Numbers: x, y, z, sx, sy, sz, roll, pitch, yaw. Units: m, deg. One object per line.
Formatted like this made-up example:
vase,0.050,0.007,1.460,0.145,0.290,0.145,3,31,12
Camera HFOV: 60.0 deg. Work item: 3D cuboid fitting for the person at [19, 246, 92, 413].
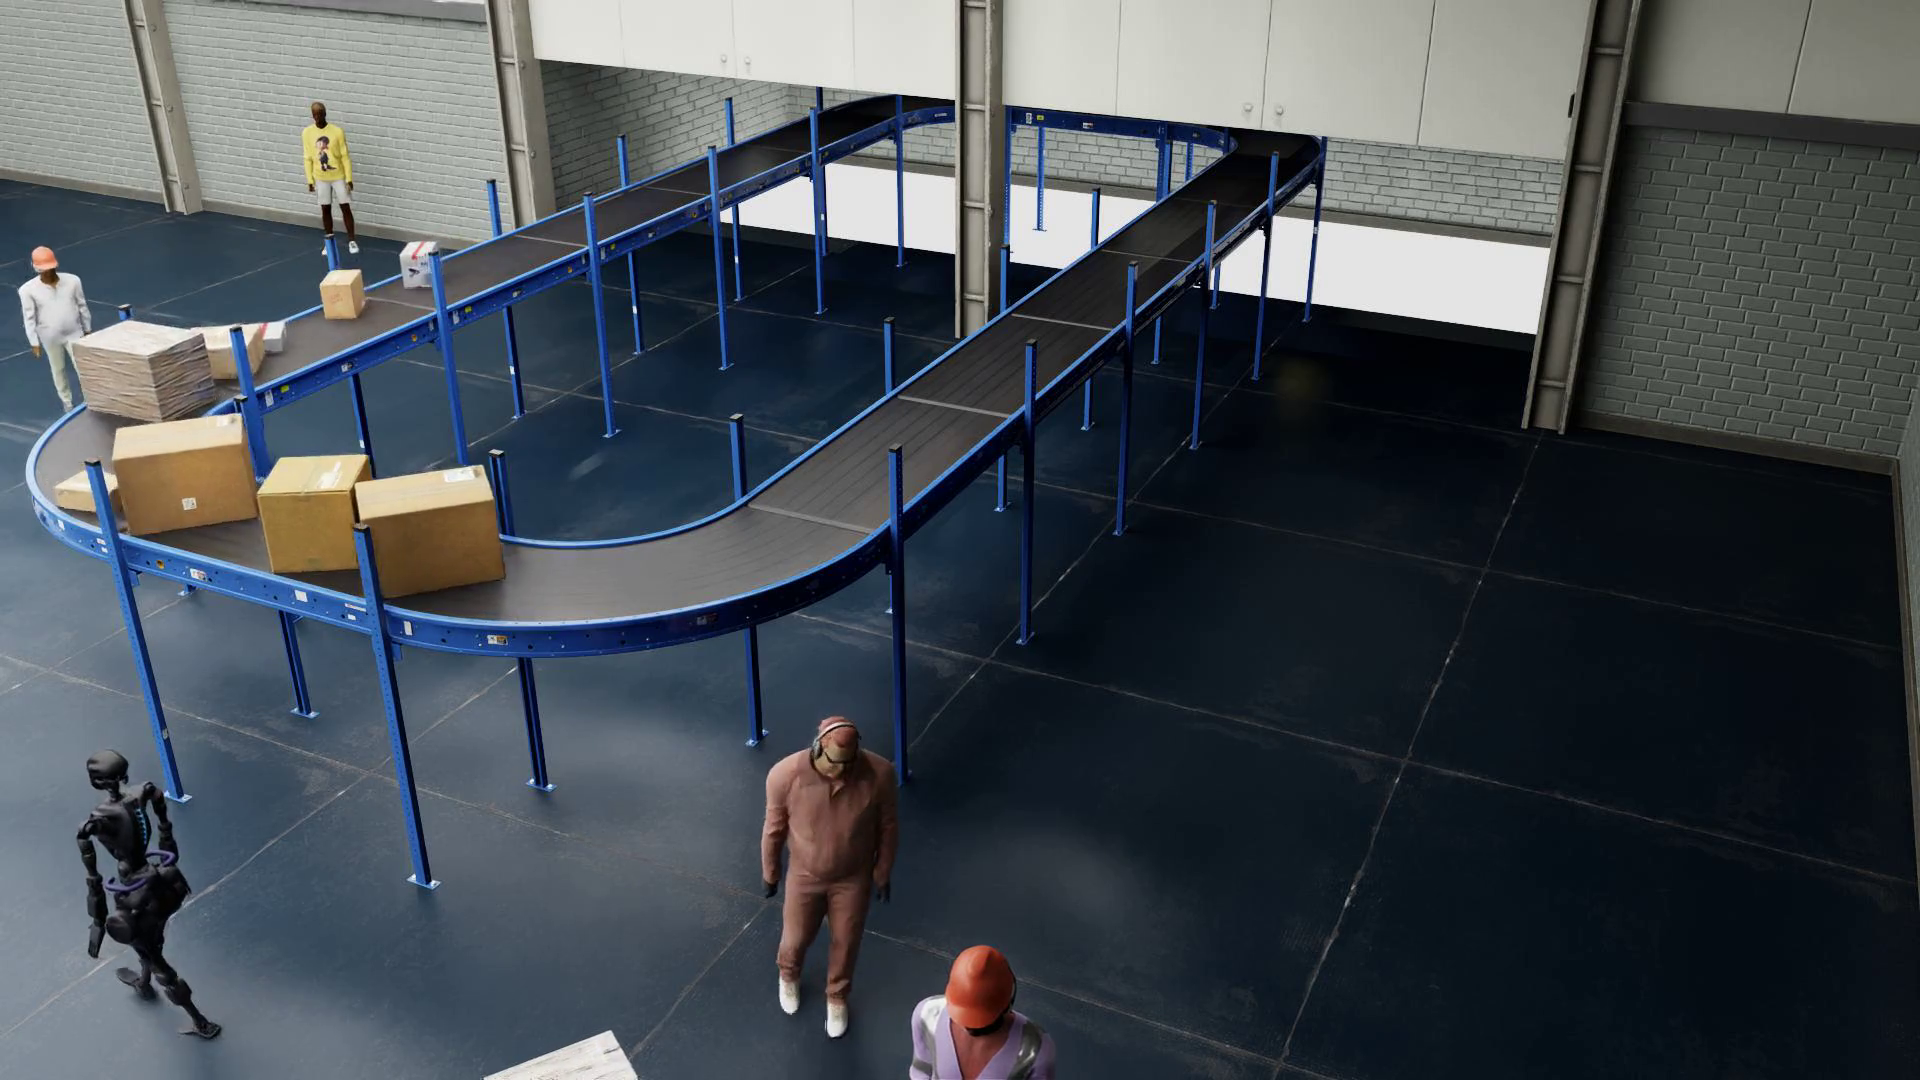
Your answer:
person,-8.531,-1.958,15.802,0.595,1.697,0.895,-21,33,-36

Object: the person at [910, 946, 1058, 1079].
person,0.073,2.425,6.612,0.607,2.035,0.402,12,29,22

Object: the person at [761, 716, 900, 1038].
person,-0.647,1.646,8.368,0.691,1.882,0.490,-3,27,-6

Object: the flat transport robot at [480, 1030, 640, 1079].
flat transport robot,-1.519,3.164,7.100,1.431,0.231,0.659,-21,34,-36

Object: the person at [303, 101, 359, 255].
person,-7.851,-4.510,20.733,0.551,1.897,0.363,-5,27,-10

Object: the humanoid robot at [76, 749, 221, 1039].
humanoid robot,-4.172,1.776,8.351,0.740,1.631,0.610,8,28,16
